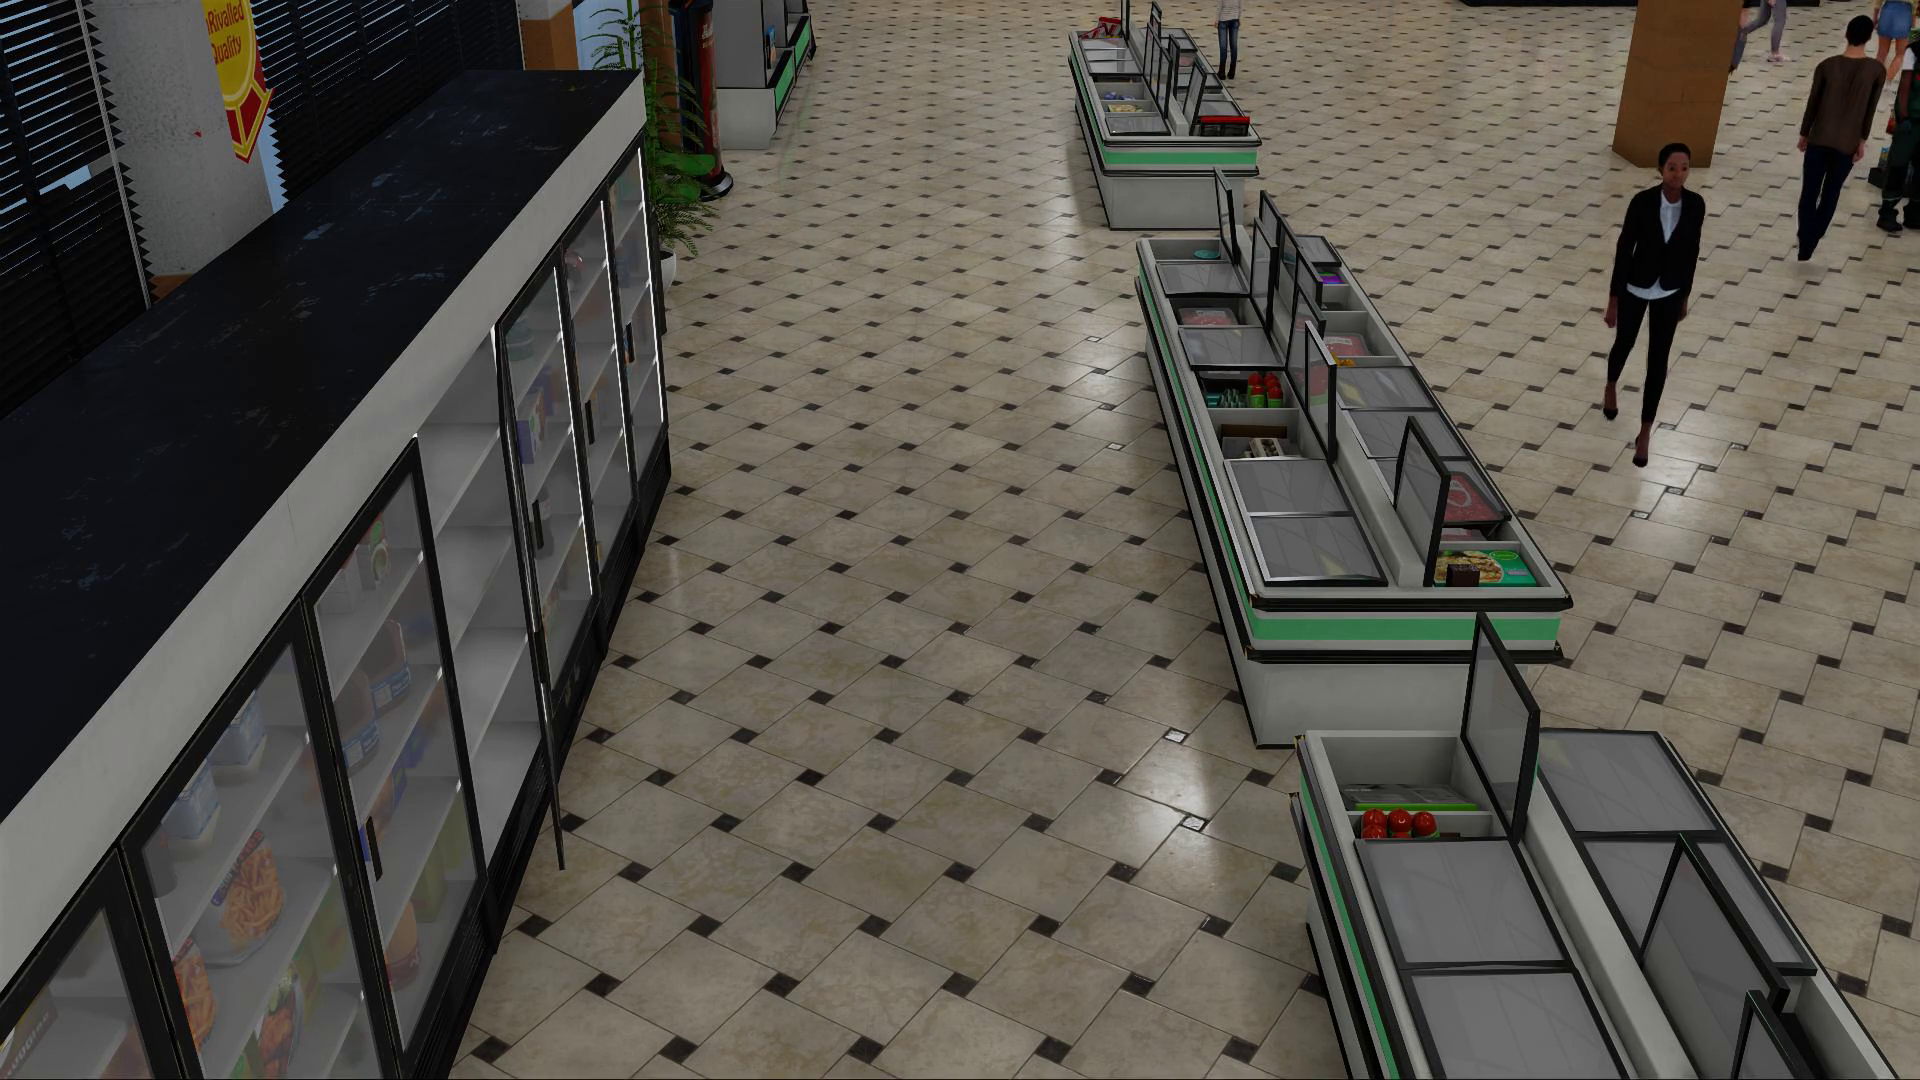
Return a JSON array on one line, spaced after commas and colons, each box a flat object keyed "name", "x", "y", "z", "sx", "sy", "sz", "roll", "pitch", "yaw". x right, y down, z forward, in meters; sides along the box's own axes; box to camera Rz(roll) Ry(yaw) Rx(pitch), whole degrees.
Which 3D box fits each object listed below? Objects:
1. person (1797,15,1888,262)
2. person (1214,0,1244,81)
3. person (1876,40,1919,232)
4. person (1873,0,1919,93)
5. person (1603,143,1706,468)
[{"name": "person", "x": 6.765, "y": -3.067, "z": 12.891, "sx": 0.956, "sy": 1.857, "sz": 1.249, "roll": 10, "pitch": 29, "yaw": 20}, {"name": "person", "x": 3.131, "y": -6.045, "z": 19.360, "sx": 0.514, "sy": 1.316, "sz": 0.543, "roll": -6, "pitch": 27, "yaw": -11}, {"name": "person", "x": 7.897, "y": -3.486, "z": 13.741, "sx": 0.723, "sy": 1.835, "sz": 0.702, "roll": -3, "pitch": 27, "yaw": -5}, {"name": "person", "x": 10.374, "y": -5.772, "z": 18.484, "sx": 0.804, "sy": 1.624, "sz": 0.862, "roll": 24, "pitch": 35, "yaw": 38}, {"name": "person", "x": 3.975, "y": -1.393, "z": 9.671, "sx": 0.806, "sy": 1.784, "sz": 1.197, "roll": 6, "pitch": 27, "yaw": 11}]
